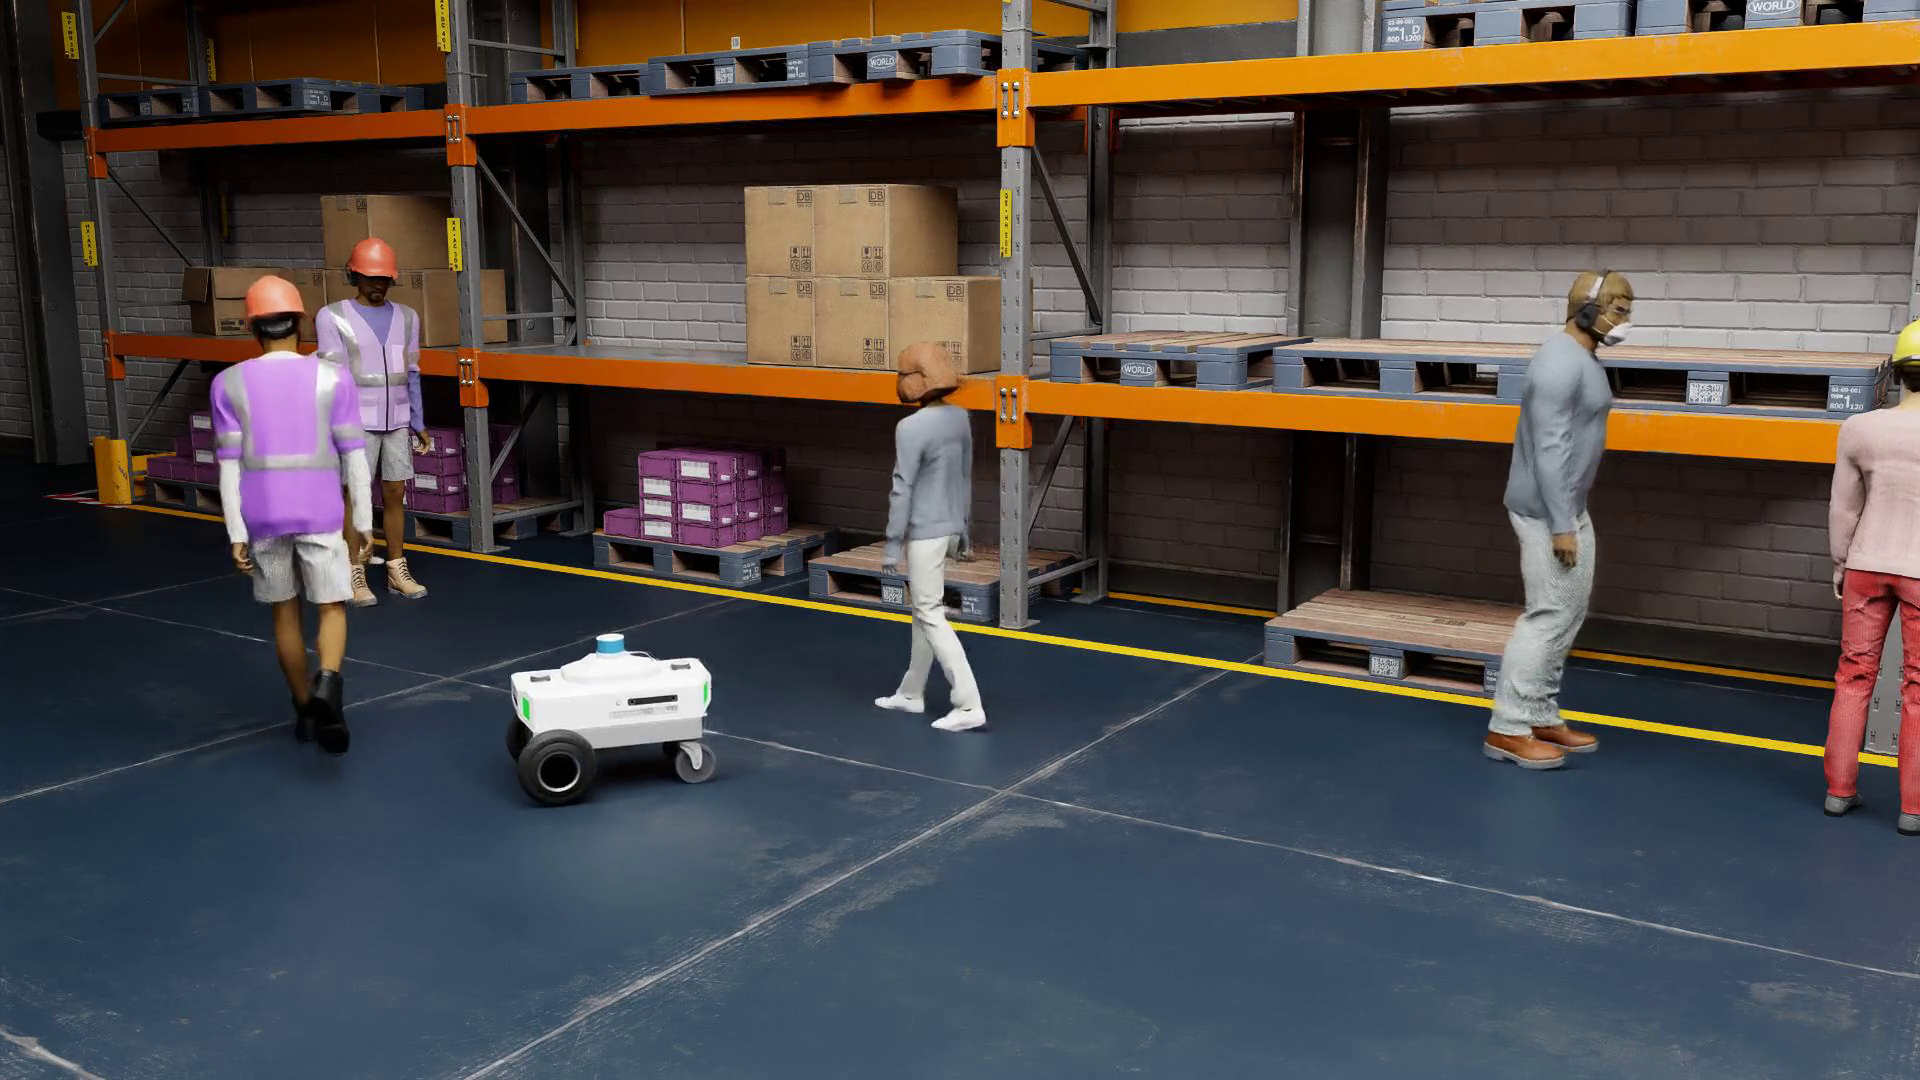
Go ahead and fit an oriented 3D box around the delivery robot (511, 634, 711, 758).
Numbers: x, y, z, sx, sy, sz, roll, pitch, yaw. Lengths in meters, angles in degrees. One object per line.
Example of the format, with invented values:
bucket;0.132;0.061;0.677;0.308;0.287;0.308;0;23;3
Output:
delivery robot;-1.294;0.594;6.197;0.707;0.478;0.477;-4;11;-20

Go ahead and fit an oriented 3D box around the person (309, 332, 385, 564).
person;-3.787;-0.619;10.214;0.276;1.628;0.500;4;11;22

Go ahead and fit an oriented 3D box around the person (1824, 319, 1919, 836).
person;3.237;0.124;5.694;0.302;1.772;0.527;-7;13;-36

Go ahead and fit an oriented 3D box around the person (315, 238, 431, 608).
person;-3.239;-0.652;9.263;0.394;2.034;0.605;9;14;42

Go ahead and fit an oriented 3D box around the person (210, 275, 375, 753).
person;-2.587;-0.073;6.467;0.563;1.897;0.798;-3;11;-18

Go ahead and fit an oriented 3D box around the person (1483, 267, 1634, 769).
person;2.310;-0.086;6.441;0.445;1.916;0.658;6;12;29

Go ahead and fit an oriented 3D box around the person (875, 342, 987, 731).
person;-0.129;-0.013;6.902;0.558;1.624;0.521;6;12;30
